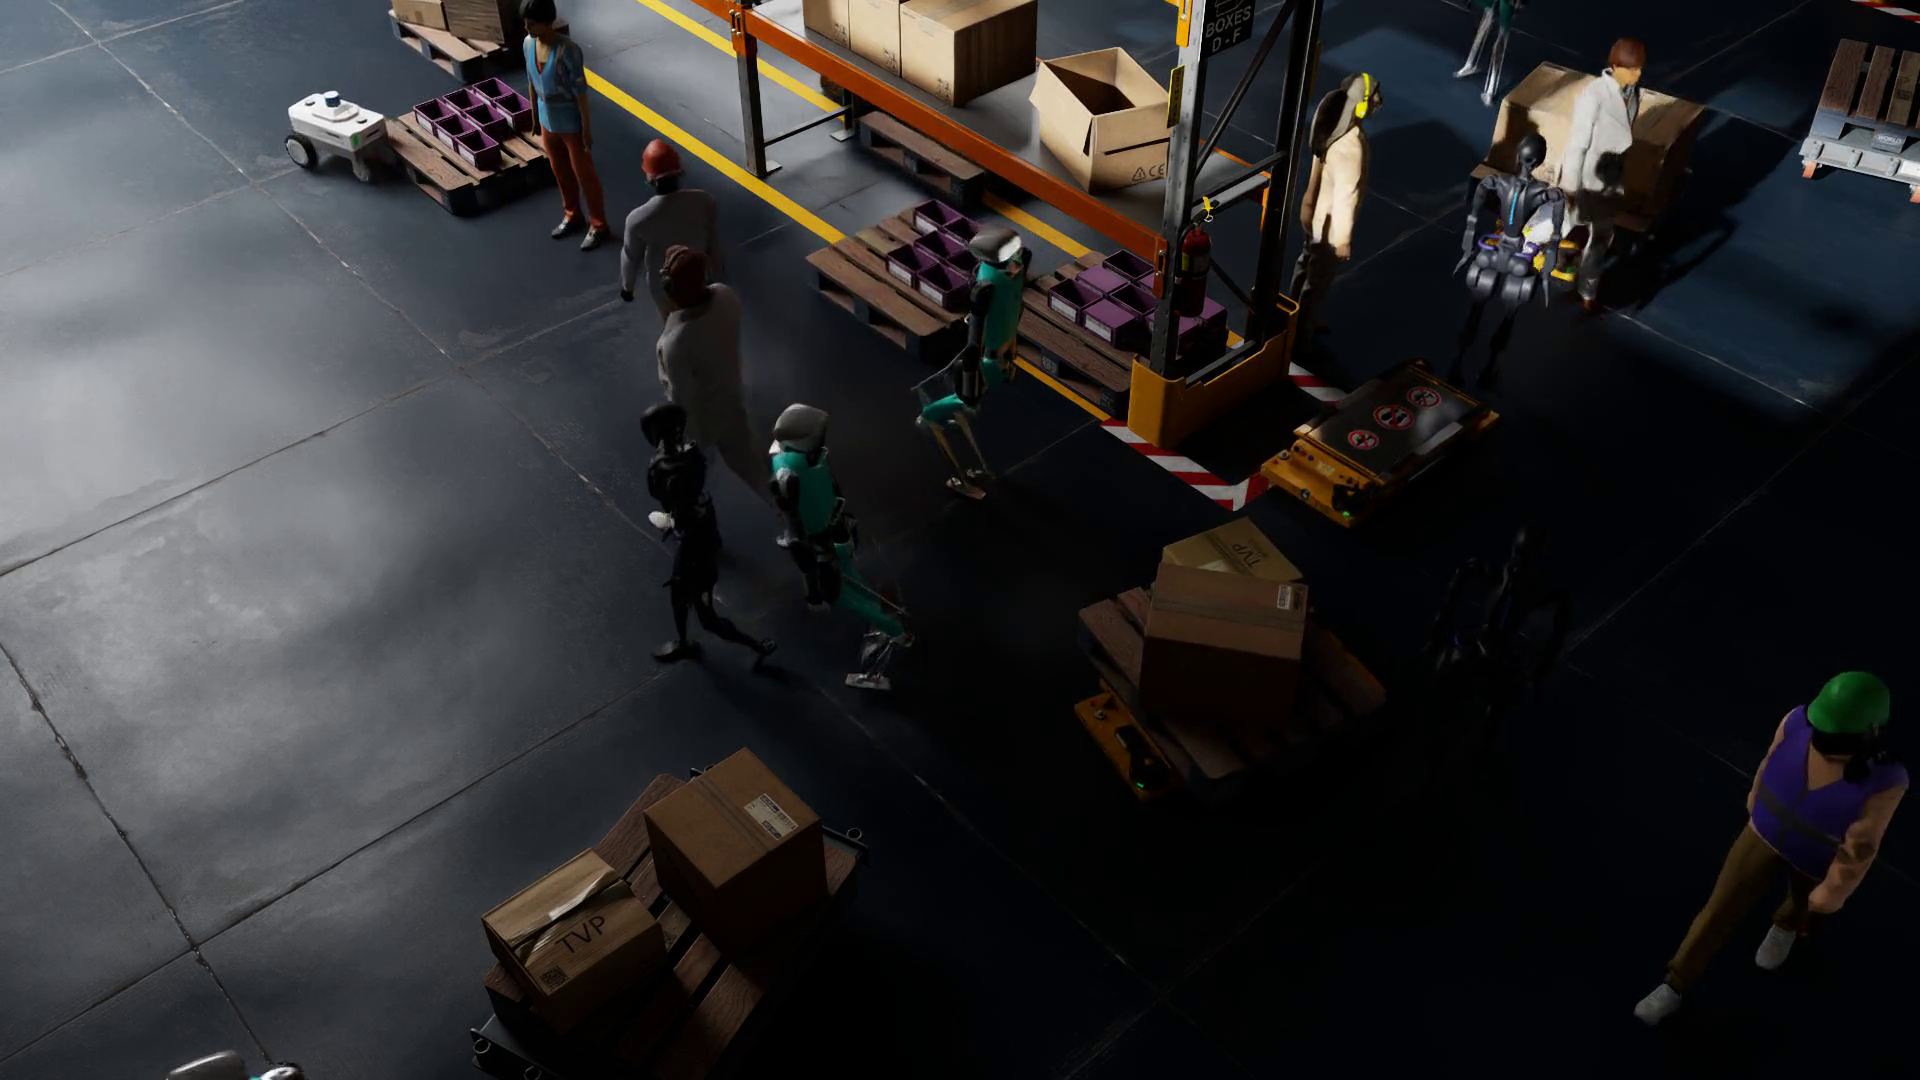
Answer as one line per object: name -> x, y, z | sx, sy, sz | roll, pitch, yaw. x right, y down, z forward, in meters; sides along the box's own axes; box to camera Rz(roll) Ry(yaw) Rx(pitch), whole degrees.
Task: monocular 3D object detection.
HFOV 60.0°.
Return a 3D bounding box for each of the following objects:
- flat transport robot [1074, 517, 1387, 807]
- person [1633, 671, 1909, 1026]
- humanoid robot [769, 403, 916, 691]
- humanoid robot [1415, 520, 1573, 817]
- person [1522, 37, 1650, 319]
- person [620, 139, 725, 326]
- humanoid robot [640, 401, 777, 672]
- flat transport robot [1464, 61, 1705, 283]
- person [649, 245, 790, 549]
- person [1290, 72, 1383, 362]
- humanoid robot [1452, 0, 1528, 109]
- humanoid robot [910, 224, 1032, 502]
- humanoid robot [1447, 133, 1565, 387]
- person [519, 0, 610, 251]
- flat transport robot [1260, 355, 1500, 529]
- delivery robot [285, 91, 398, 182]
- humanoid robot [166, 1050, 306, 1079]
flat transport robot -> 1.348, 0.777, 8.250 | 1.431, 0.231, 0.659 | -19, 46, -20
person -> 3.297, 1.220, 6.585 | 1.034, 1.868, 0.544 | -29, 50, -28
humanoid robot -> -0.465, 0.166, 7.899 | 0.765, 1.870, 0.531 | 8, 43, 9
humanoid robot -> 2.368, 0.548, 7.486 | 0.585, 1.640, 0.670 | 17, 45, 17
person -> 3.955, -2.321, 10.504 | 0.502, 1.813, 0.813 | -16, 45, -16
person -> -1.699, -1.558, 9.718 | 0.581, 1.706, 0.872 | -27, 49, -26
humanoid robot -> -1.285, 0.015, 8.072 | 0.634, 1.658, 0.586 | -9, 43, -9
flat transport robot -> 4.248, -2.275, 11.570 | 0.659, 0.231, 1.431 | 27, 49, 26
person -> -1.274, -0.681, 8.660 | 0.916, 1.864, 0.632 | 19, 46, 19
person -> 2.225, -1.943, 10.035 | 0.390, 1.870, 0.548 | 1, 43, 1
humanoid robot -> 4.086, -4.210, 12.589 | 0.534, 1.765, 0.826 | 19, 46, 20
humanoid robot -> 0.001, -0.963, 9.033 | 0.702, 1.759, 0.538 | 21, 46, 21
humanoid robot -> 3.184, -1.572, 9.763 | 0.589, 1.637, 0.495 | 21, 47, 22
person -> -2.638, -2.765, 11.002 | 0.500, 1.759, 0.333 | 21, 47, 22
flat transport robot -> 2.481, -0.598, 9.745 | 1.431, 0.231, 0.659 | -31, 51, -30
delivery robot -> -4.515, -2.988, 12.110 | 0.738, 0.563, 0.499 | 22, 47, 22
humanoid robot -> -2.103, 2.458, 5.397 | 0.555, 1.870, 0.840 | -28, 49, -27
